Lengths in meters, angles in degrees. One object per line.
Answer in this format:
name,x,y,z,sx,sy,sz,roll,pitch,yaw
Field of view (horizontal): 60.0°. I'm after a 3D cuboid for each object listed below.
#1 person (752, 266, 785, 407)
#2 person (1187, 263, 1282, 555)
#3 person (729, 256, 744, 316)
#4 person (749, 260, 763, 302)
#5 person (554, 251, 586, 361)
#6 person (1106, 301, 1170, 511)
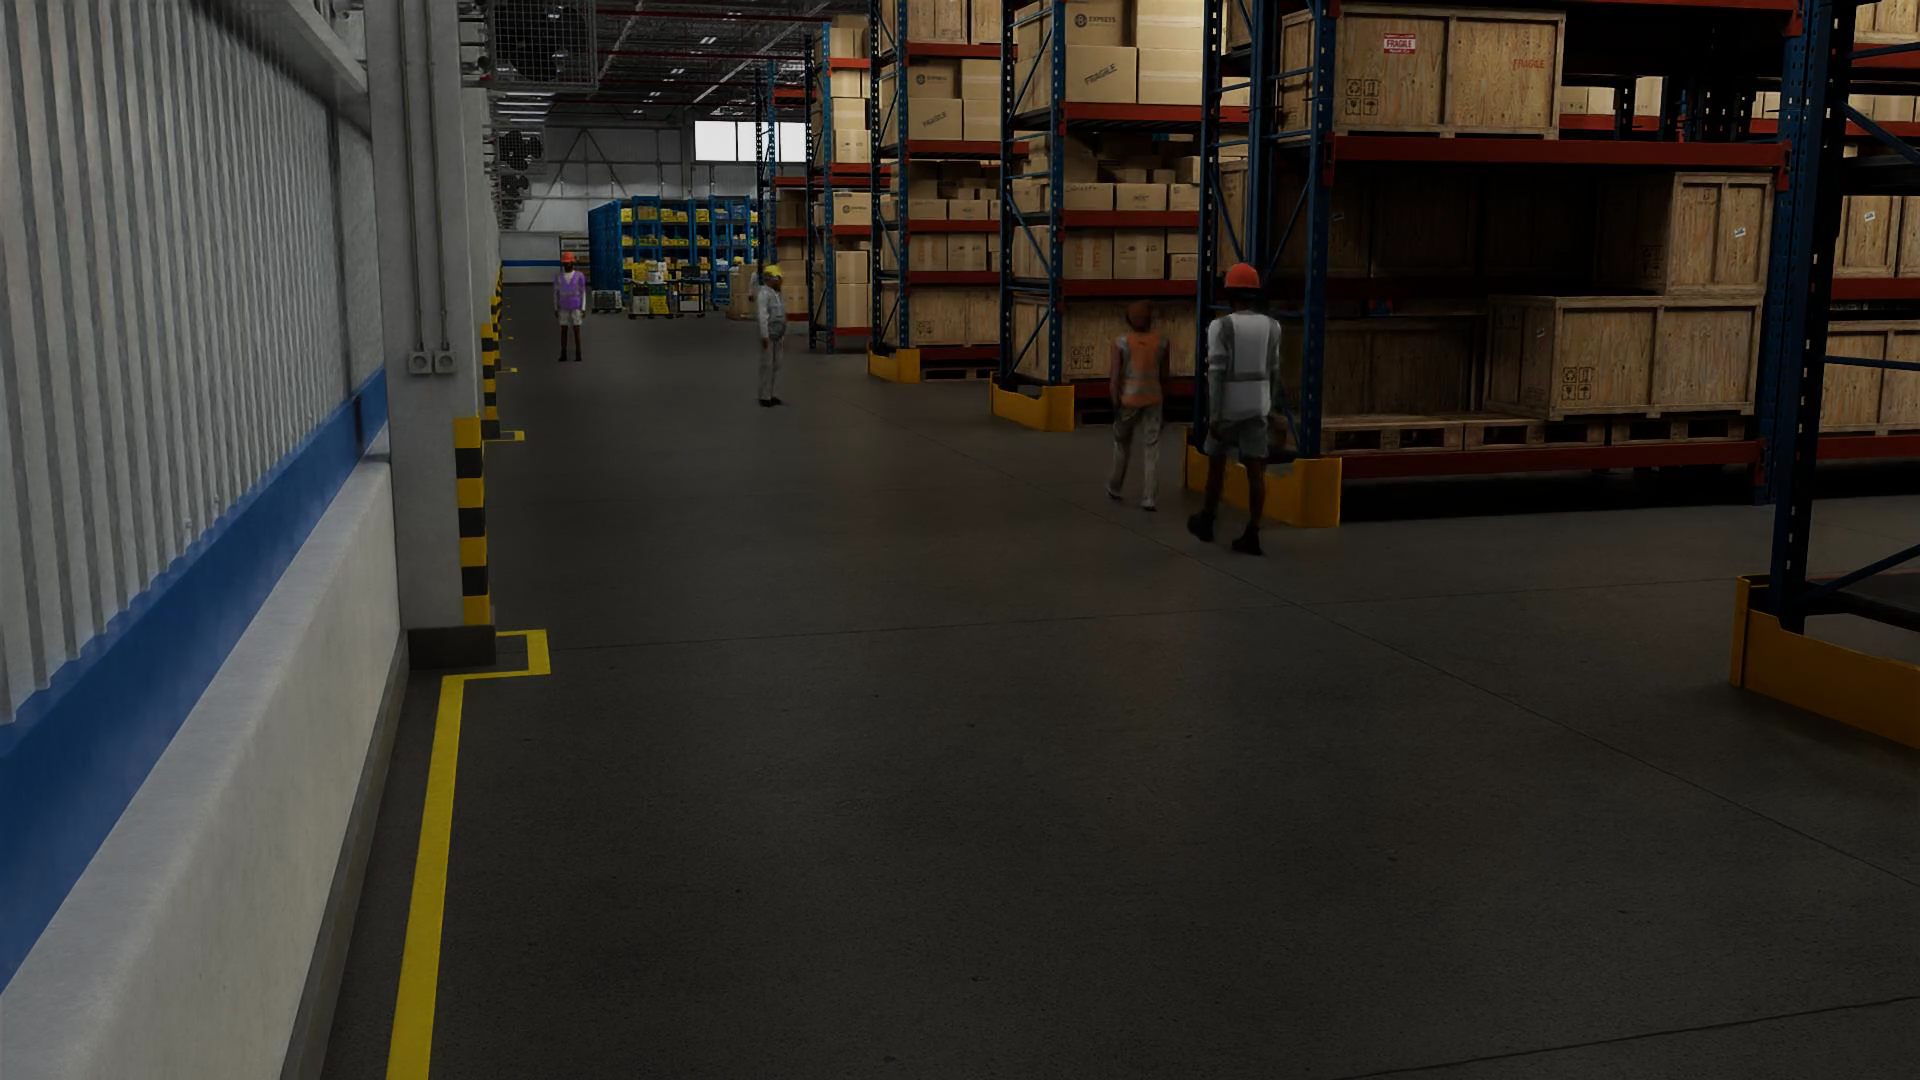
person,-2.418,-2.567,21.066,0.421,1.786,0.636,2,10,11
person,1.841,-0.893,11.183,0.569,1.901,0.914,-3,10,-15
person,-6.450,-7.331,48.140,0.485,1.734,0.349,5,11,24
person,-4.869,-6.039,40.849,0.558,1.727,0.796,5,11,28
person,-6.880,-4.112,29.327,0.549,1.936,0.377,-1,10,-4
person,1.380,-1.053,12.959,0.514,1.594,0.857,-1,10,-8
